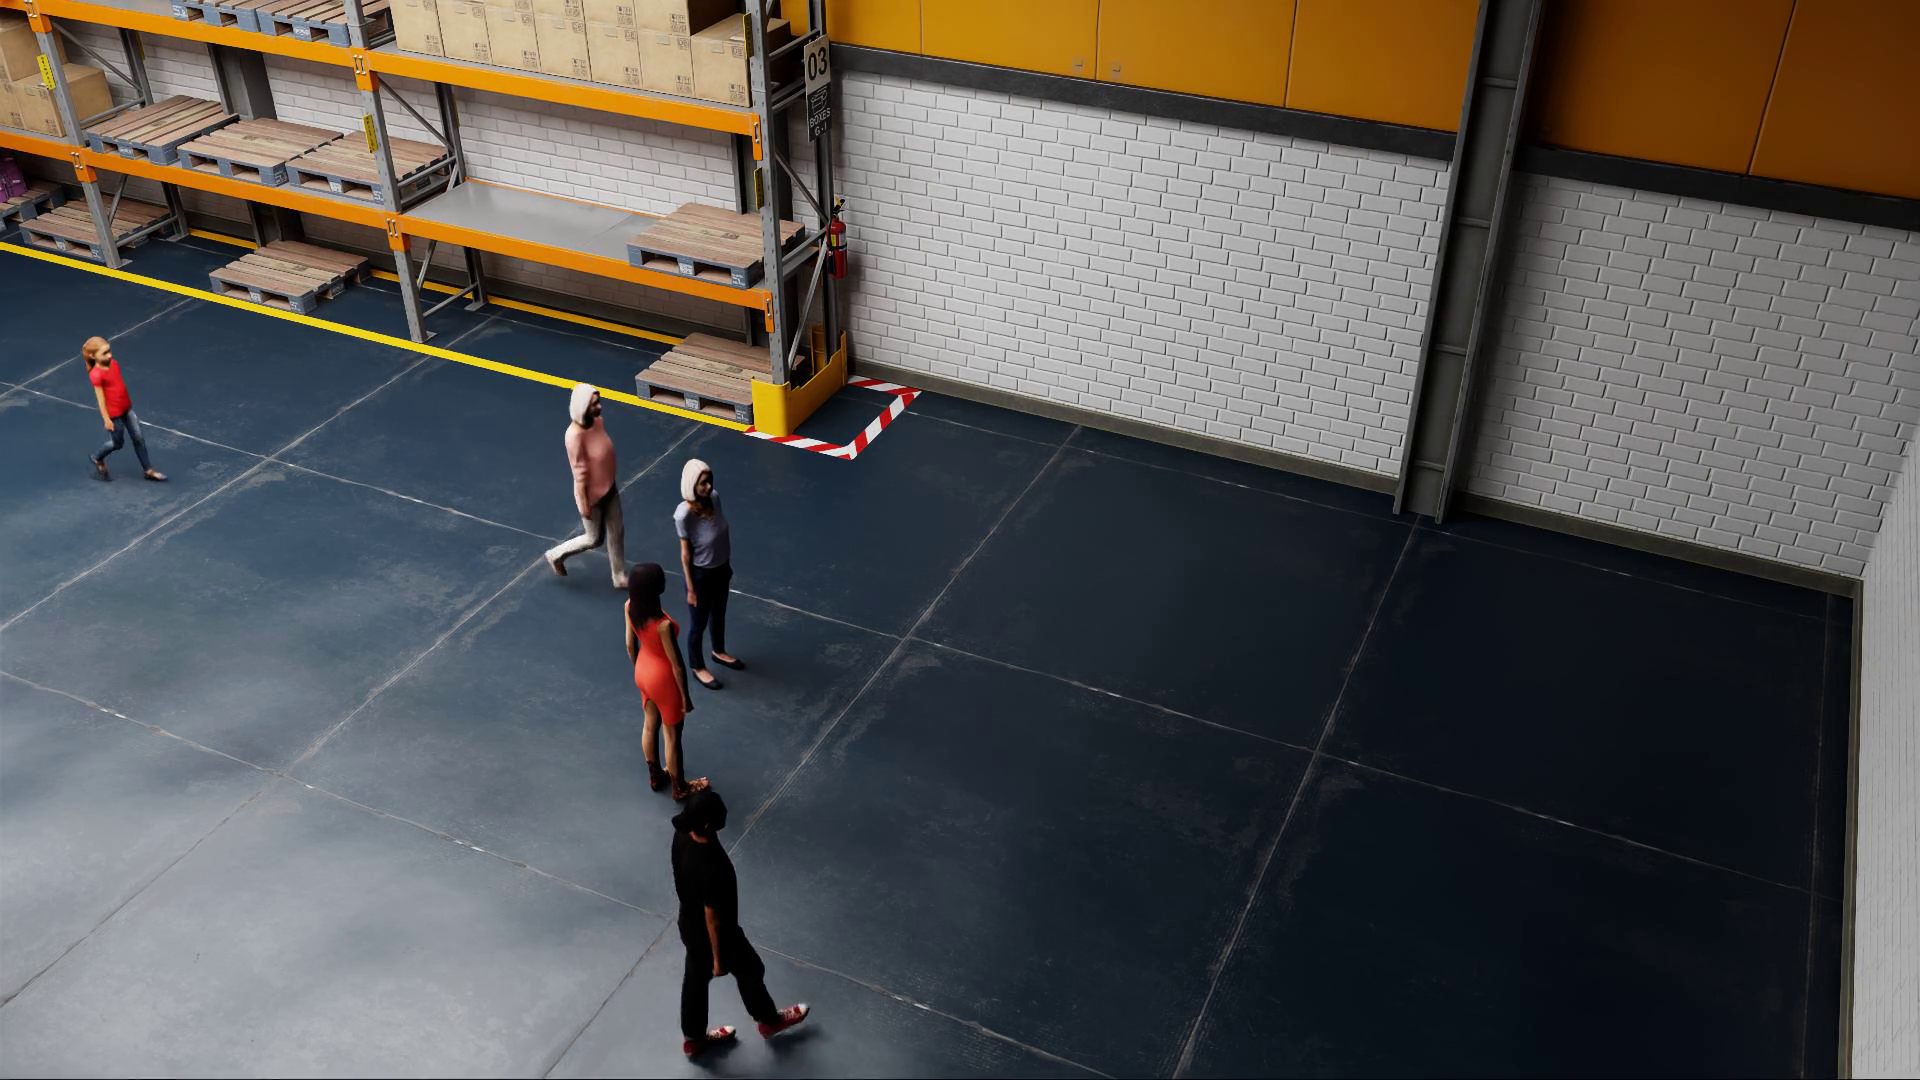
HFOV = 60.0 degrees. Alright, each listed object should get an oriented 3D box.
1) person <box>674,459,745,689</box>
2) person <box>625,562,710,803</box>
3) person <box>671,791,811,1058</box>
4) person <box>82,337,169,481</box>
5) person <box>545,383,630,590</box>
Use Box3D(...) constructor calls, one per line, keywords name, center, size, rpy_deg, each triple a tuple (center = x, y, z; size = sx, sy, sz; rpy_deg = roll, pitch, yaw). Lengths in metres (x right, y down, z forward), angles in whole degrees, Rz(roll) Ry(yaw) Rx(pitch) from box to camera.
Box3D(name="person", center=(-1.709, 0.204, 11.143), size=(0.530, 1.721, 0.578), rpy_deg=(18, 38, 25))
Box3D(name="person", center=(-1.834, 0.861, 10.156), size=(0.533, 1.719, 0.694), rpy_deg=(24, 41, 32))
Box3D(name="person", center=(-1.337, 1.999, 8.426), size=(0.996, 1.739, 0.988), rpy_deg=(-19, 38, -26))
Box3D(name="person", center=(-6.852, -1.043, 13.403), size=(0.869, 1.294, 0.603), rpy_deg=(7, 34, 10))
Box3D(name="person", center=(-2.709, -0.369, 12.018), size=(1.018, 1.706, 0.730), rpy_deg=(8, 34, 12))
